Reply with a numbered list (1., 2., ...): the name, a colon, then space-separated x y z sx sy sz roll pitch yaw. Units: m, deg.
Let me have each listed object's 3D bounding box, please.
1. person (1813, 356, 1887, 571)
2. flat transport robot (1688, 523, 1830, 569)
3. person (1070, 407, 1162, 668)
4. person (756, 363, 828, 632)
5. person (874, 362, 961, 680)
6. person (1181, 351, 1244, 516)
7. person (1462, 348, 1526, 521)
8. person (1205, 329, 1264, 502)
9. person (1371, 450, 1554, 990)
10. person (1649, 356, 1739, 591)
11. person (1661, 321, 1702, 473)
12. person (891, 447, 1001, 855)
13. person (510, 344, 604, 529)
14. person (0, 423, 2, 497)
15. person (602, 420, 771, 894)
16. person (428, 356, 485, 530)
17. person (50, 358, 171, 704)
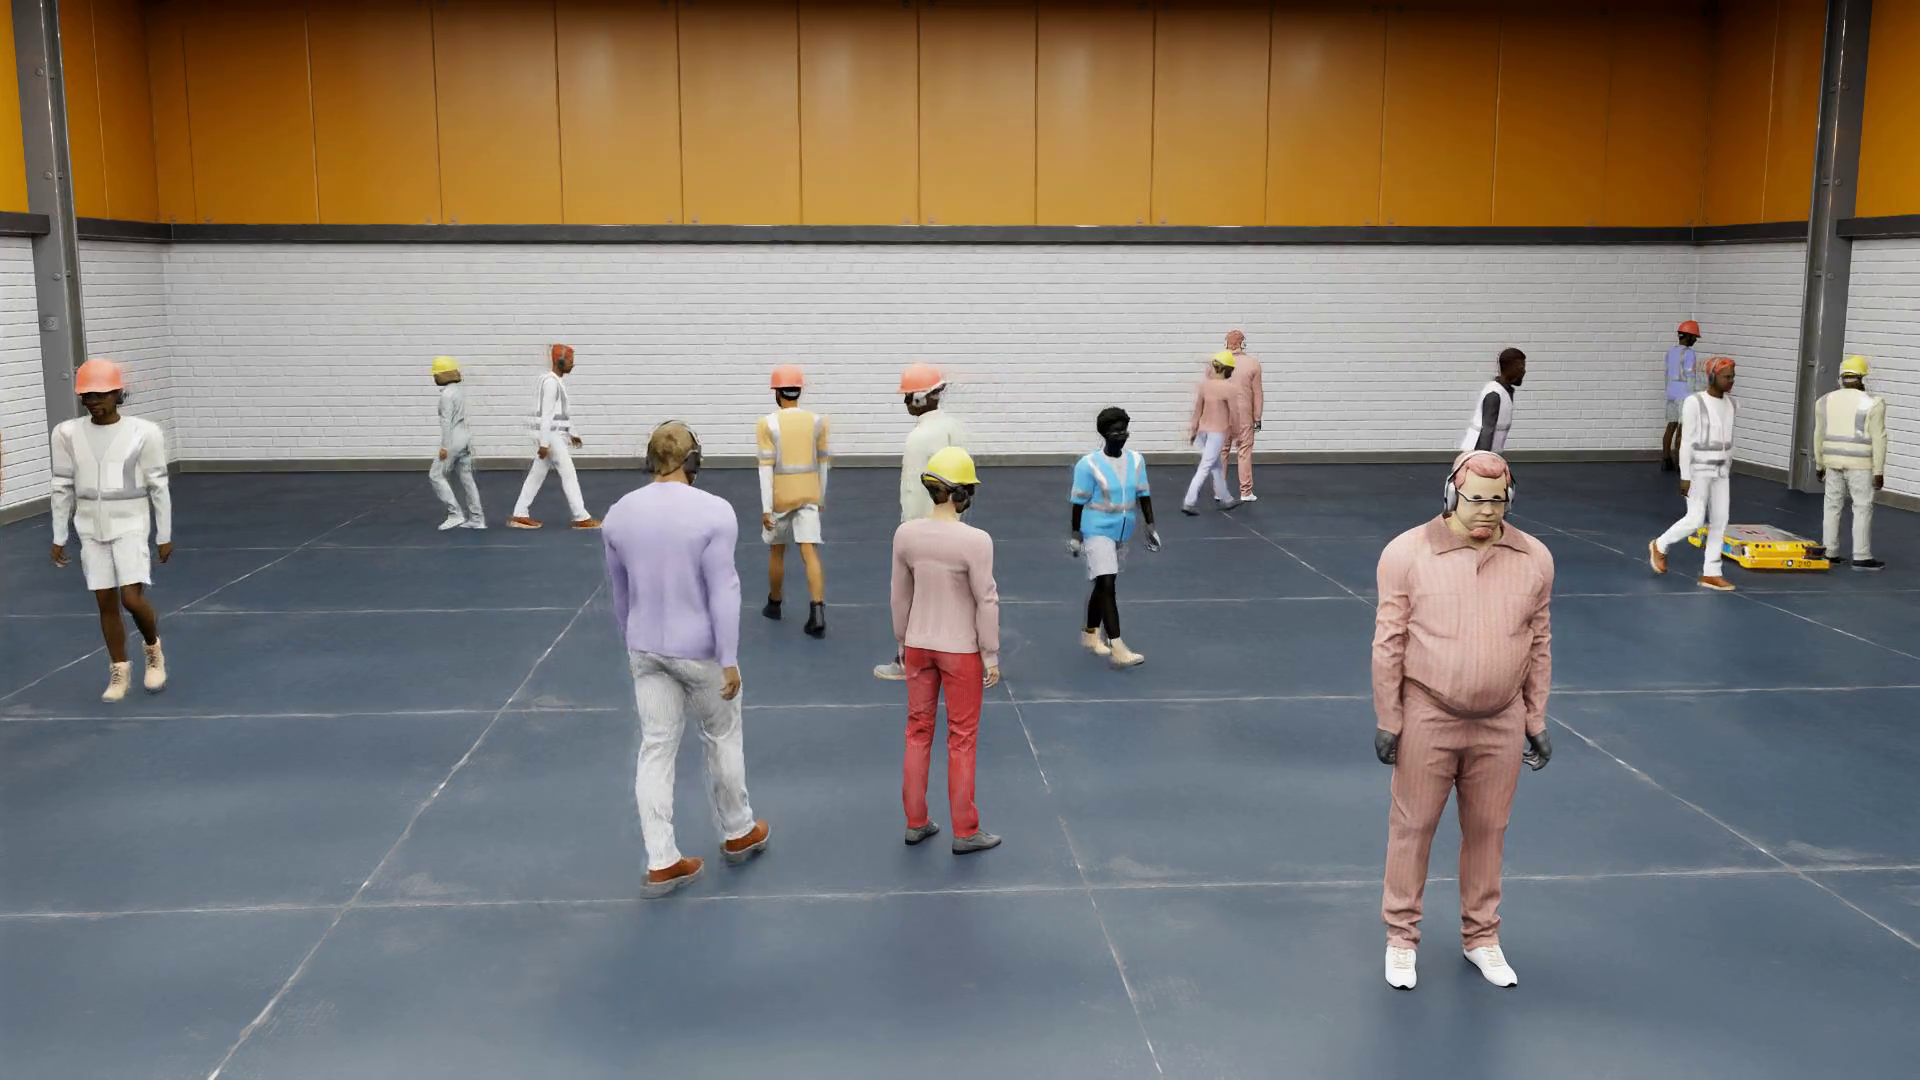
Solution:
1. person: 7.615 -0.647 14.178 0.404 1.816 0.677 -6 11 -31
2. flat transport robot: 7.010 0.039 14.650 0.652 0.197 1.431 1 9 4
3. person: 1.016 -0.018 10.650 0.547 1.653 0.820 -7 11 -37
4. person: -1.163 -0.301 11.761 0.554 1.889 0.993 -4 10 -25
5. person: -0.190 -0.106 10.214 0.608 1.972 0.634 4 10 23
6. person: 2.653 -1.110 17.384 0.942 1.713 0.548 -6 11 -33
7. person: 4.641 -0.723 14.446 0.673 1.873 0.592 4 10 23
8. person: 3.033 -1.366 18.367 0.641 1.905 0.410 3 10 21
9. person: 1.765 0.632 5.829 0.638 1.903 0.406 0 9 -2
10. person: 5.930 -0.543 13.321 0.593 1.863 0.647 -4 10 -22
11. person: 9.157 -1.810 21.078 0.374 1.928 0.542 -2 9 -10
12. person: -0.050 0.476 7.237 0.533 1.765 0.326 6 11 34
13. person: -4.003 -0.999 16.294 0.930 1.844 0.605 -2 9 -14
14. person: -7.507 -0.468 12.294 0.689 2.000 1.032 -2 9 -11
15. person: -1.123 0.453 6.943 0.644 1.899 0.878 3 10 21
16. person: -4.934 -0.930 16.214 0.529 1.716 0.517 0 9 -2
17. person: -4.948 -0.043 9.686 0.629 2.030 0.430 0 9 -3
